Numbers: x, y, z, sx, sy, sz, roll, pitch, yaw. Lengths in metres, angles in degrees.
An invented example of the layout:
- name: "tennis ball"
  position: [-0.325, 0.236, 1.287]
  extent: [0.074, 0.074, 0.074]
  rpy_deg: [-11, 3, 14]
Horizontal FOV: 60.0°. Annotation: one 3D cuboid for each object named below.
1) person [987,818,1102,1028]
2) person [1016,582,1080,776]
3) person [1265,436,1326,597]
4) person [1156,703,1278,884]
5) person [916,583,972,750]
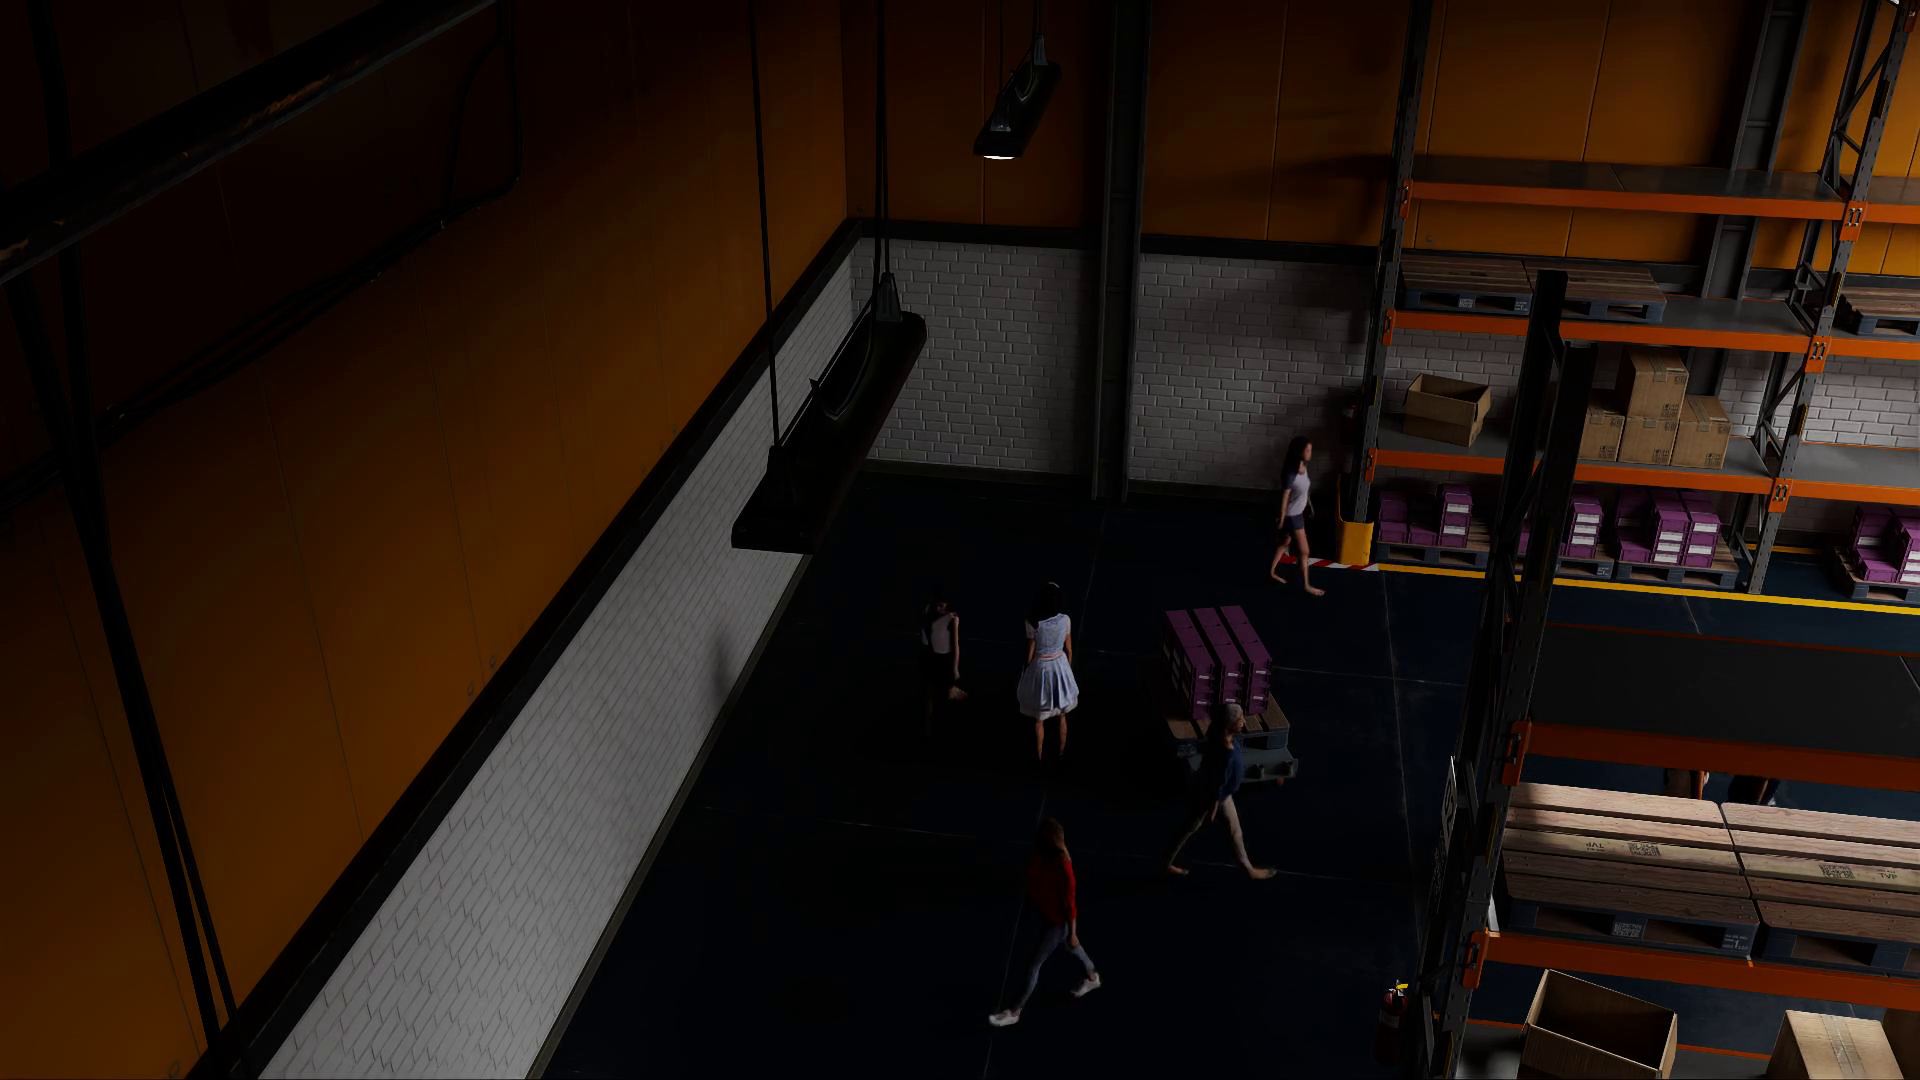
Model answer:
- name: "person"
  position: [0.705, 2.608, 11.496]
  extent: [1.230, 1.655, 1.080]
  rpy_deg: [-14, 31, -23]
- name: "person"
  position: [0.732, 1.167, 13.972]
  extent: [0.782, 1.816, 0.867]
  rpy_deg: [-5, 29, -9]
- name: "person"
  position: [3.280, -0.288, 16.771]
  extent: [0.965, 1.687, 0.745]
  rpy_deg: [13, 31, 22]
- name: "person"
  position: [1.854, 1.971, 12.676]
  extent: [1.212, 1.644, 0.824]
  rpy_deg: [-2, 29, -4]
- name: "person"
  position: [-0.113, 1.044, 14.396]
  extent: [0.981, 1.624, 0.939]
  rpy_deg: [23, 36, 36]
